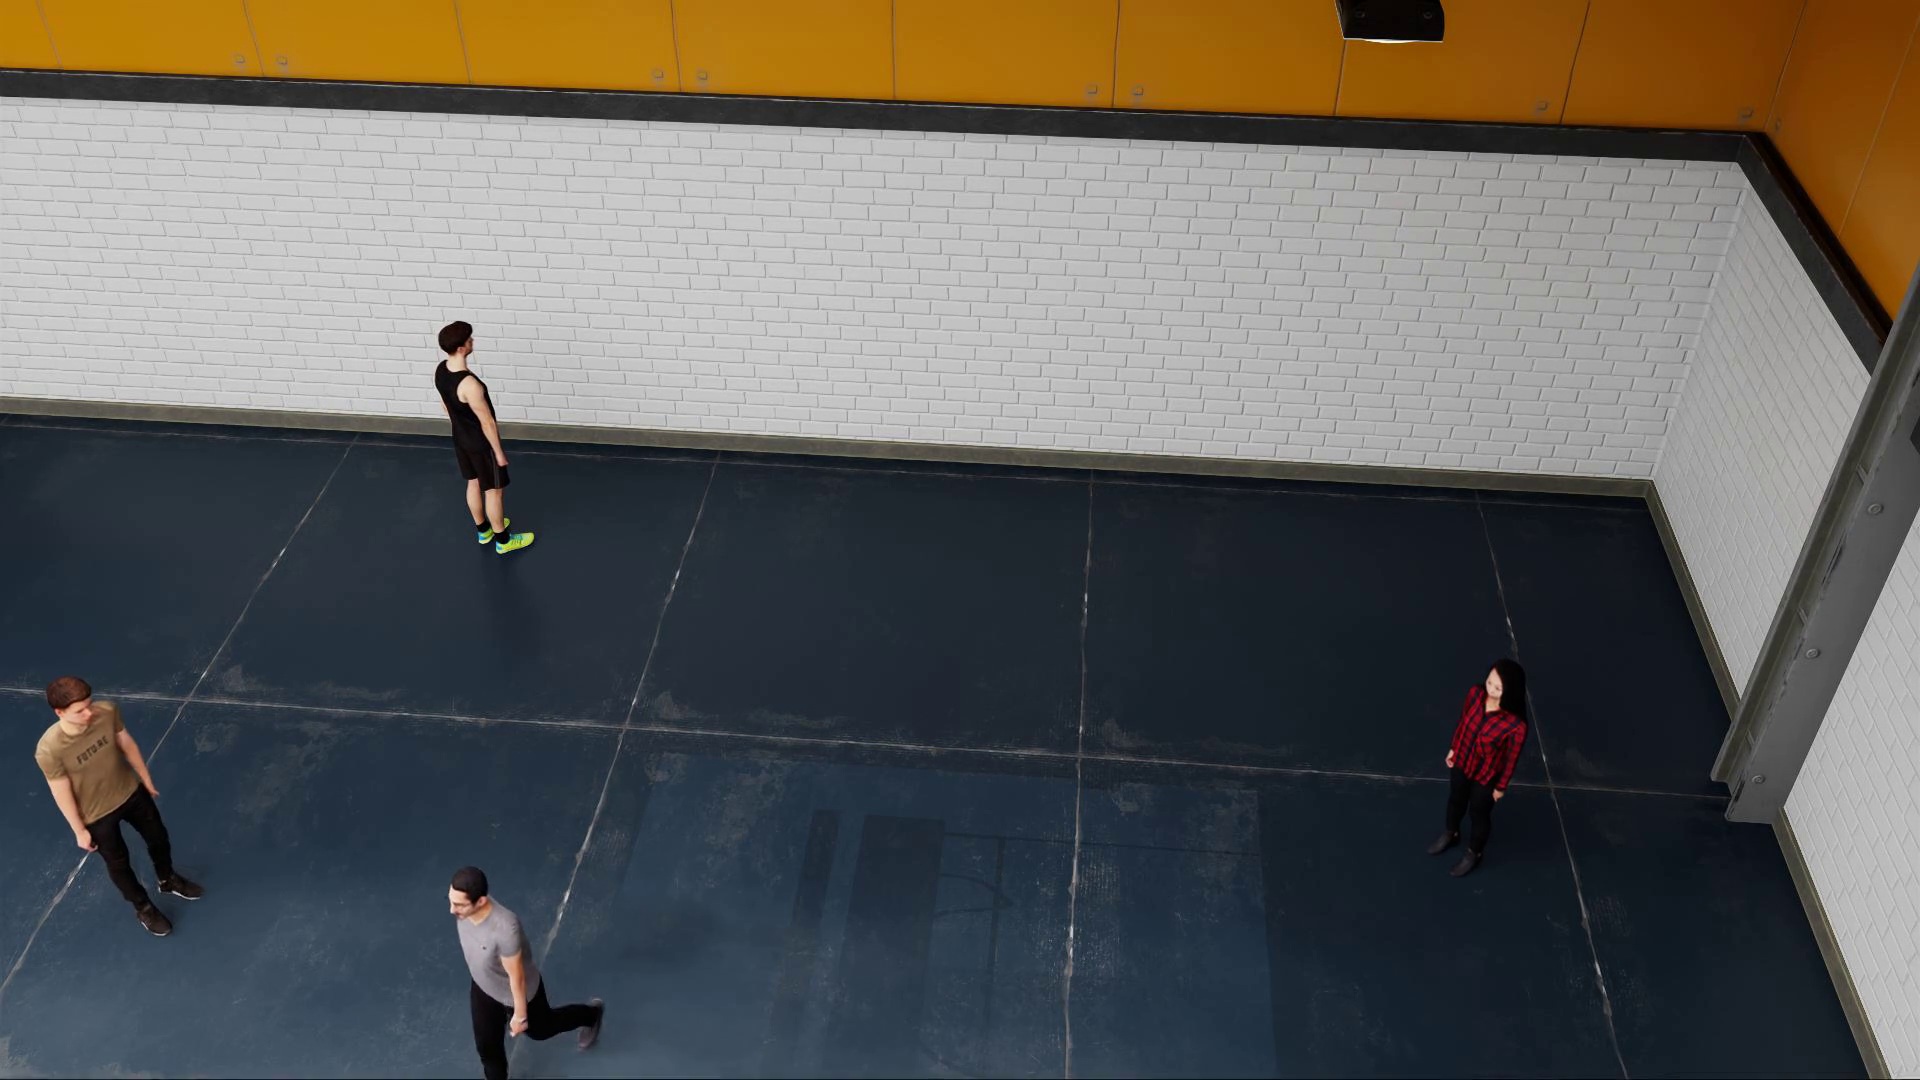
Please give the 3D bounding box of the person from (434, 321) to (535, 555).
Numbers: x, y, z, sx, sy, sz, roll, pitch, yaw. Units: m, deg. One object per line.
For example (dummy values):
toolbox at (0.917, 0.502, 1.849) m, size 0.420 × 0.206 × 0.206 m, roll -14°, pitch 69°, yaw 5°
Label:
person at (-3.470, -0.728, 11.933) m, size 0.782 × 1.891 × 0.797 m, roll 28°, pitch 46°, yaw 30°

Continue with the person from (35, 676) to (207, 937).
person at (-4.757, 1.444, 9.249) m, size 0.835 × 1.847 × 0.719 m, roll 19°, pitch 42°, yaw 22°

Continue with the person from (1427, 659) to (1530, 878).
person at (3.018, 1.293, 9.597) m, size 0.719 × 1.650 × 0.624 m, roll -19°, pitch 43°, yaw -23°

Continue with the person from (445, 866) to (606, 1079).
person at (-2.219, 2.194, 8.405) m, size 0.891 × 1.730 × 1.169 m, roll 19°, pitch 42°, yaw 22°
